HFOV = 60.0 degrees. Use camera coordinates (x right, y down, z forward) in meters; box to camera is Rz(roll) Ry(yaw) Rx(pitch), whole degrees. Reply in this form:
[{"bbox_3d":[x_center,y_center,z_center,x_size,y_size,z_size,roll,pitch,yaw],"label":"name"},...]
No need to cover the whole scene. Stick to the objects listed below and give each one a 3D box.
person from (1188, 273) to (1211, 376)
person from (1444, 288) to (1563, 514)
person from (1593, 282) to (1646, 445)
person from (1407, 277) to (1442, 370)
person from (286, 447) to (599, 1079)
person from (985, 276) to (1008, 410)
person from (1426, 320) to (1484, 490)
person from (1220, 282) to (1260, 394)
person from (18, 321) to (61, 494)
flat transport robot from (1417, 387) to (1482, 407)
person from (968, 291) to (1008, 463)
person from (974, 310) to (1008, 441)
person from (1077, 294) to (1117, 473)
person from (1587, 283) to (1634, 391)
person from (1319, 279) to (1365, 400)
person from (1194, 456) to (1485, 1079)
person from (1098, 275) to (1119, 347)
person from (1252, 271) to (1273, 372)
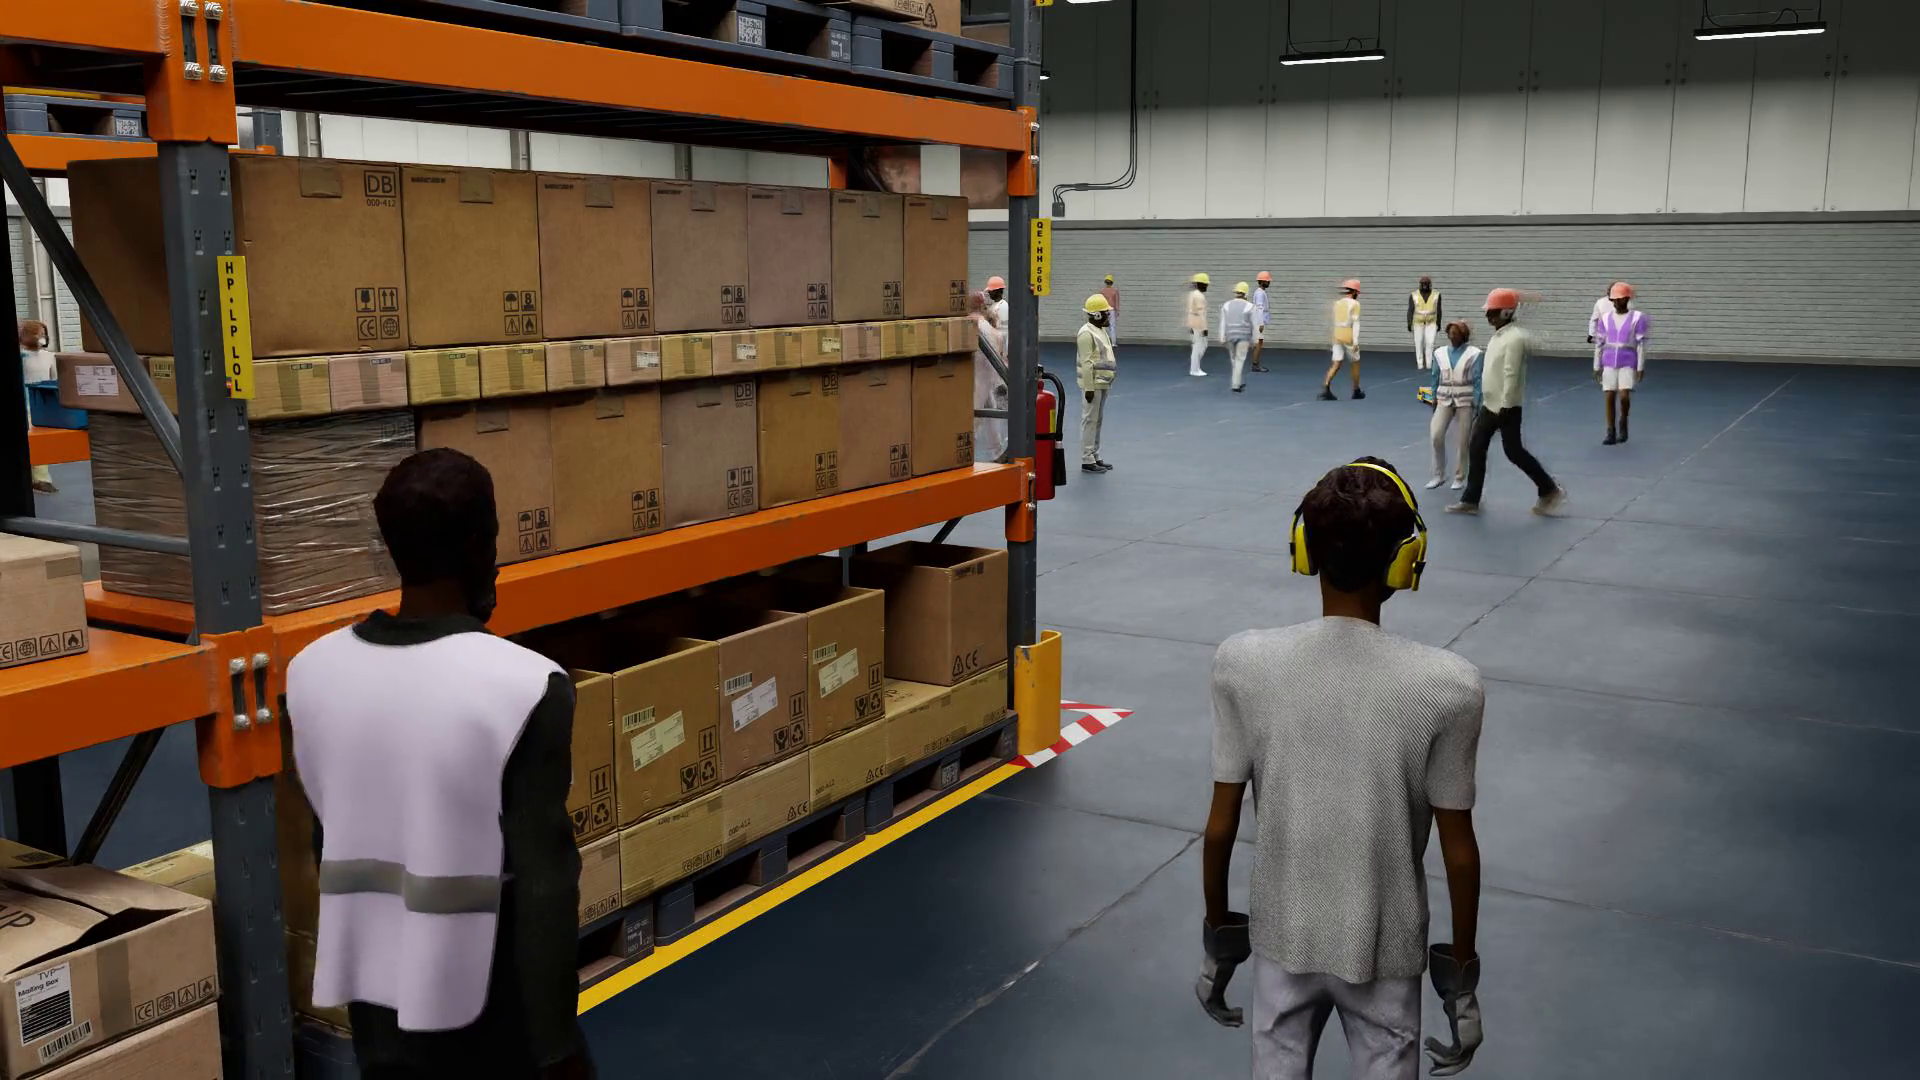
[{"bbox_3d":[4.484,-3.994,30.894,0.477,1.909,0.629,-1,10,-4],"label":"person"},{"bbox_3d":[4.719,-1.174,14.255,0.936,1.967,0.607,-1,10,-6],"label":"person"},{"bbox_3d":[7.759,-2.073,19.624,0.564,1.917,0.410,8,12,38],"label":"person"},{"bbox_3d":[9.081,-4.222,32.537,0.652,1.805,0.882,3,10,15],"label":"person"},{"bbox_3d":[-0.884,0.780,3.013,0.607,1.895,0.603,4,10,21],"label":"person"},{"bbox_3d":[0.524,-2.789,23.772,0.355,1.938,0.544,-3,10,-16],"label":"person"},{"bbox_3d":[4.694,-1.271,15.788,0.531,1.618,0.553,7,12,35],"label":"person"},{"bbox_3d":[4.605,-3.286,27.101,0.618,1.789,0.886,7,12,35],"label":"person"},{"bbox_3d":[-8.551,-1.236,15.573,0.558,1.616,0.531,3,10,15],"label":"person"},{"bbox_3d":[7.332,-2.156,24.934,0.652,0.197,1.431,1,10,4],"label":"flat transport robot"},{"bbox_3d":[0.174,-1.693,17.597,0.992,1.862,0.642,-3,10,-18],"label":"person"},{"bbox_3d":[0.366,-1.968,19.973,0.854,1.597,0.525,-2,10,-14],"label":"person"},{"bbox_3d":[1.411,-1.612,17.179,0.404,1.834,0.599,3,10,18],"label":"person"},{"bbox_3d":[10.791,-3.364,27.608,0.632,1.785,0.997,8,13,40],"label":"person"},{"bbox_3d":[5.948,-3.101,25.767,0.880,1.889,0.566,-7,12,-36],"label":"person"},{"bbox_3d":[0.698,0.779,3.084,0.535,1.868,0.309,4,11,23],"label":"person"},{"bbox_3d":[3.642,-5.594,40.690,0.523,1.769,0.317,3,10,15],"label":"person"},{"bbox_3d":[5.822,-4.202,32.042,0.364,1.935,0.553,2,10,9],"label":"person"}]
